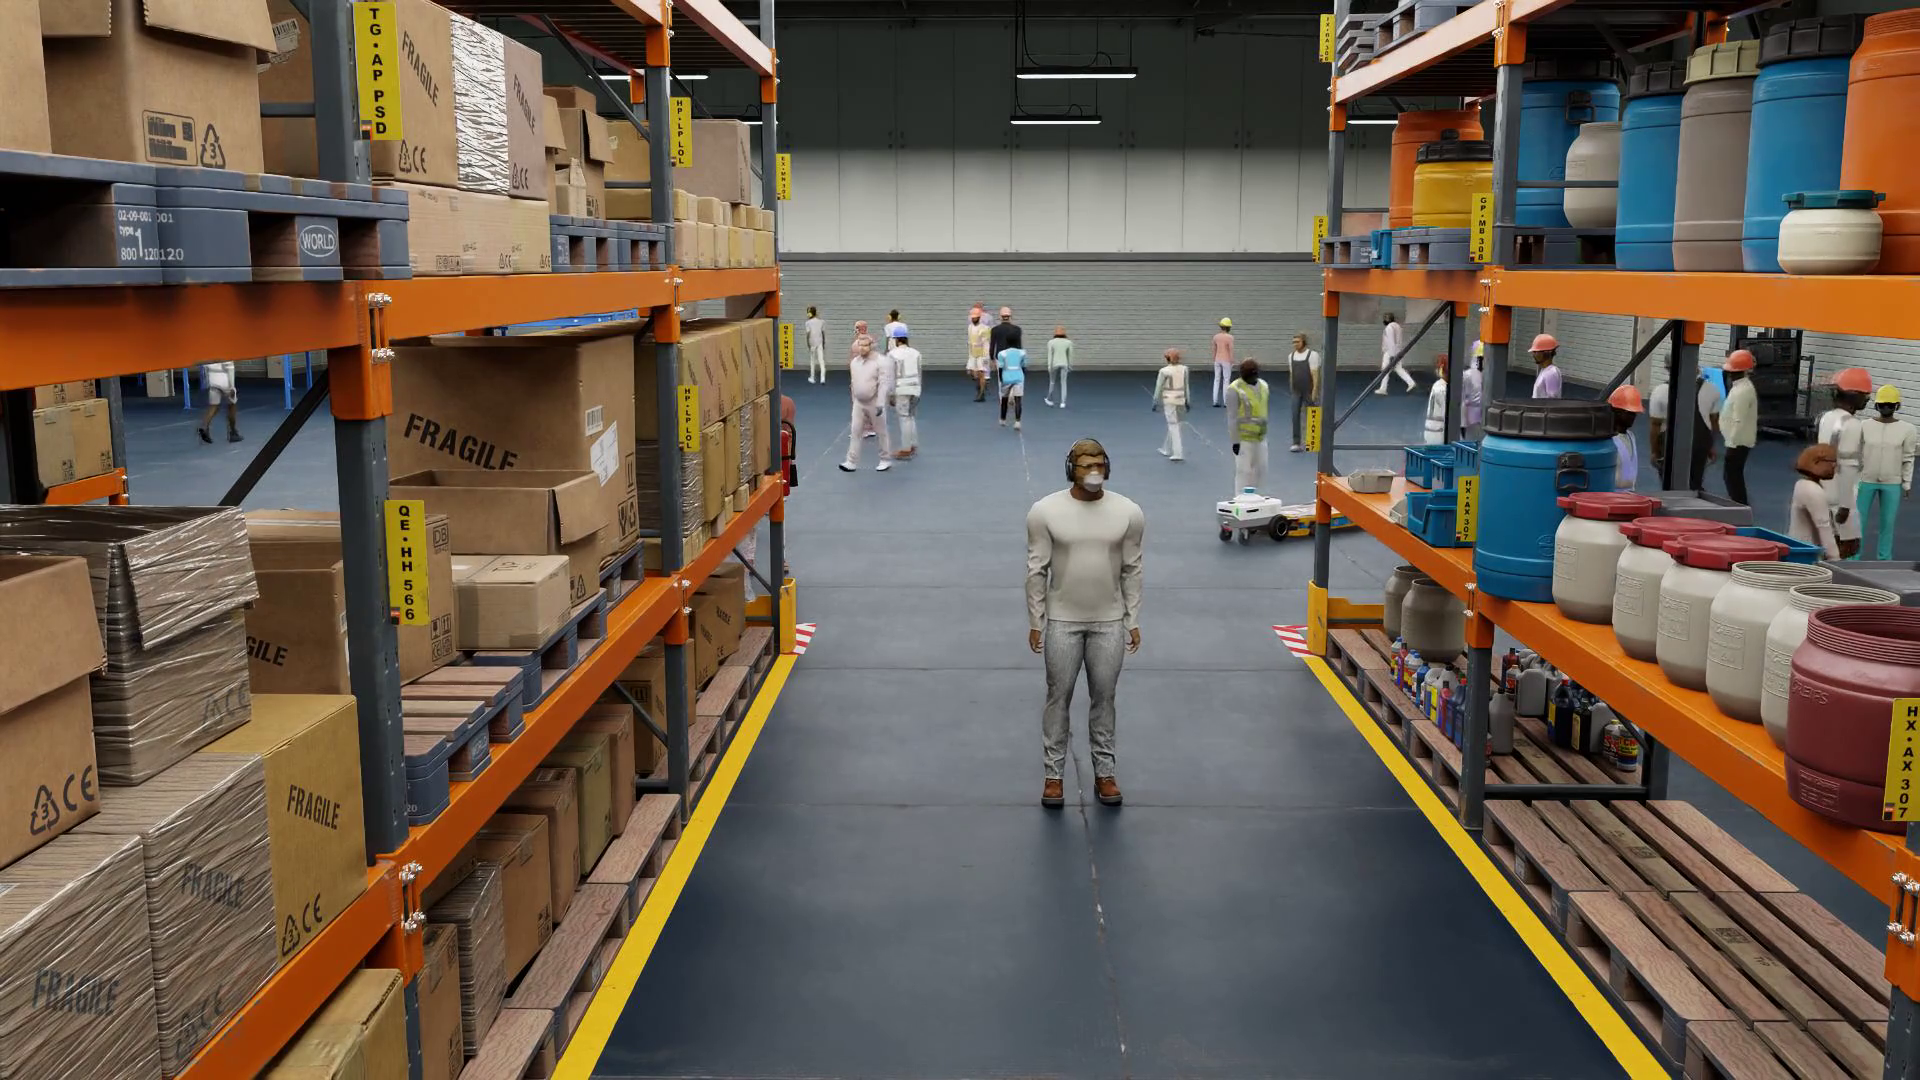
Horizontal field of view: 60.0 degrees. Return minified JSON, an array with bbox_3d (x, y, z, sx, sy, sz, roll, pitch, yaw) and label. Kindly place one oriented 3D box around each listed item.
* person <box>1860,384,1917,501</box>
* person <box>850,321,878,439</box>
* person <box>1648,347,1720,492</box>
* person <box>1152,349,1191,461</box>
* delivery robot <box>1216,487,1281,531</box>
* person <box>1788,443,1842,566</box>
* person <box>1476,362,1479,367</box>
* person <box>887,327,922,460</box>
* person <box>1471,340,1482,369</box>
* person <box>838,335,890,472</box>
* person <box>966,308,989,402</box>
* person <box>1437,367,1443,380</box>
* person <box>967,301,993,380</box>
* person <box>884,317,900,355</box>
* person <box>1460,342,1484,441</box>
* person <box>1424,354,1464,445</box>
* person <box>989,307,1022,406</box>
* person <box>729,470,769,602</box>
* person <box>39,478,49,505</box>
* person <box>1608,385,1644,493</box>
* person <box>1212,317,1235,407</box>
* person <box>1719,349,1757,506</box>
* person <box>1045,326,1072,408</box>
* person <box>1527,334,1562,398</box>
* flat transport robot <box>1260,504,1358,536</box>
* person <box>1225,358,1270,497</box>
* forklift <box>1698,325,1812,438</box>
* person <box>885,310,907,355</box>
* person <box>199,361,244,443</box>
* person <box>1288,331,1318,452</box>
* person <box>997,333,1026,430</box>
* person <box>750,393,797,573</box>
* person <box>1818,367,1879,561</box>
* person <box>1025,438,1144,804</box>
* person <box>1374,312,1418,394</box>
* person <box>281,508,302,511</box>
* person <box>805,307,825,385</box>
[{"bbox_3d":[8.251,-0.511,14.925,0.523,1.769,0.322,4,10,24],"label":"person"},{"bbox_3d":[-1.596,-2.616,27.141,0.400,1.901,0.643,5,11,28],"label":"person"},{"bbox_3d":[7.273,-0.939,16.799,0.707,2.000,0.618,0,9,3],"label":"person"},{"bbox_3d":[3.010,-1.967,24.099,0.550,1.599,0.796,-6,11,-32],"label":"person"},{"bbox_3d":[2.975,-0.301,17.138,0.707,0.478,0.477,-7,12,-37],"label":"delivery robot"},{"bbox_3d":[5.980,0.136,11.542,0.639,1.614,0.509,3,10,20],"label":"person"},{"bbox_3d":[7.303,-1.891,23.012,0.404,1.827,0.589,4,10,23],"label":"person"},{"bbox_3d":[-0.814,-2.151,24.338,0.608,1.914,0.569,-8,13,-41],"label":"person"},{"bbox_3d":[8.702,-2.682,27.460,0.558,1.926,0.630,0,9,0],"label":"person"},{"bbox_3d":[-1.276,-1.841,22.620,0.664,1.860,0.998,5,11,28],"label":"person"},{"bbox_3d":[0.351,-3.800,34.157,0.559,1.920,0.446,8,12,39],"label":"person"},{"bbox_3d":[5.460,-1.178,19.022,0.855,1.734,0.528,6,11,32],"label":"person"},{"bbox_3d":[0.499,-4.855,40.539,0.644,1.903,0.400,0,9,-3],"label":"person"},{"bbox_3d":[-1.493,-4.388,38.529,0.518,1.639,0.312,1,10,5],"label":"person"},{"bbox_3d":[6.335,-1.484,20.366,0.595,1.901,0.813,-5,11,-27],"label":"person"},{"bbox_3d":[5.308,-1.065,17.925,0.753,1.864,0.603,3,10,19],"label":"person"},{"bbox_3d":[0.893,-3.598,32.792,0.648,1.966,0.697,0,9,-3],"label":"person"},{"bbox_3d":[-1.809,-0.329,13.644,0.521,1.839,0.884,-7,12,-38],"label":"person"},{"bbox_3d":[-5.200,0.459,9.381,0.545,1.685,0.509,-7,12,-37],"label":"person"},{"bbox_3d":[4.975,-0.212,12.629,0.550,1.933,0.370,-9,13,-44],"label":"person"},{"bbox_3d":[5.230,-3.512,32.904,0.326,1.767,0.533,-9,13,-42],"label":"person"},{"bbox_3d":[8.159,-1.027,17.483,0.387,1.958,0.698,4,10,23],"label":"person"},{"bbox_3d":[1.945,-3.428,32.900,0.512,1.595,0.749,-2,10,-12],"label":"person"},{"bbox_3d":[6.625,-1.318,18.942,0.395,2.038,0.615,2,10,14],"label":"person"},{"bbox_3d":[3.799,-0.236,17.877,1.431,0.197,0.652,-7,12,-35],"label":"flat transport robot"},{"bbox_3d":[3.256,-1.151,18.671,0.697,1.801,0.434,-7,12,-38],"label":"person"},{"bbox_3d":[13.248,-3.165,27.620,1.129,2.768,1.873,0,9,1],"label":"forklift"},{"bbox_3d":[-1.387,-4.198,36.950,0.540,1.829,0.975,-2,10,-10],"label":"person"},{"bbox_3d":[-11.743,-2.485,26.332,0.551,1.910,0.845,2,10,12],"label":"person"},{"bbox_3d":[5.250,-2.271,25.318,0.527,1.817,0.714,7,12,36],"label":"person"},{"bbox_3d":[0.882,-2.742,28.628,0.533,1.643,0.888,-2,10,-11],"label":"person"},{"bbox_3d":[-1.811,-0.692,15.327,0.622,1.994,0.381,-2,10,-12],"label":"person"},{"bbox_3d":[6.983,-0.372,13.335,0.637,2.028,0.609,1,10,7],"label":"person"},{"bbox_3d":[0.656,0.430,8.774,0.633,1.940,0.368,-1,10,-5],"label":"person"},{"bbox_3d":[9.499,-4.049,36.102,0.871,1.793,0.636,8,12,40],"label":"person"},{"bbox_3d":[-3.327,0.647,8.378,0.522,1.636,0.311,0,9,-2],"label":"person"},{"bbox_3d":[-3.389,-4.574,39.178,0.548,1.810,1.030,-3,10,-18],"label":"person"}]
